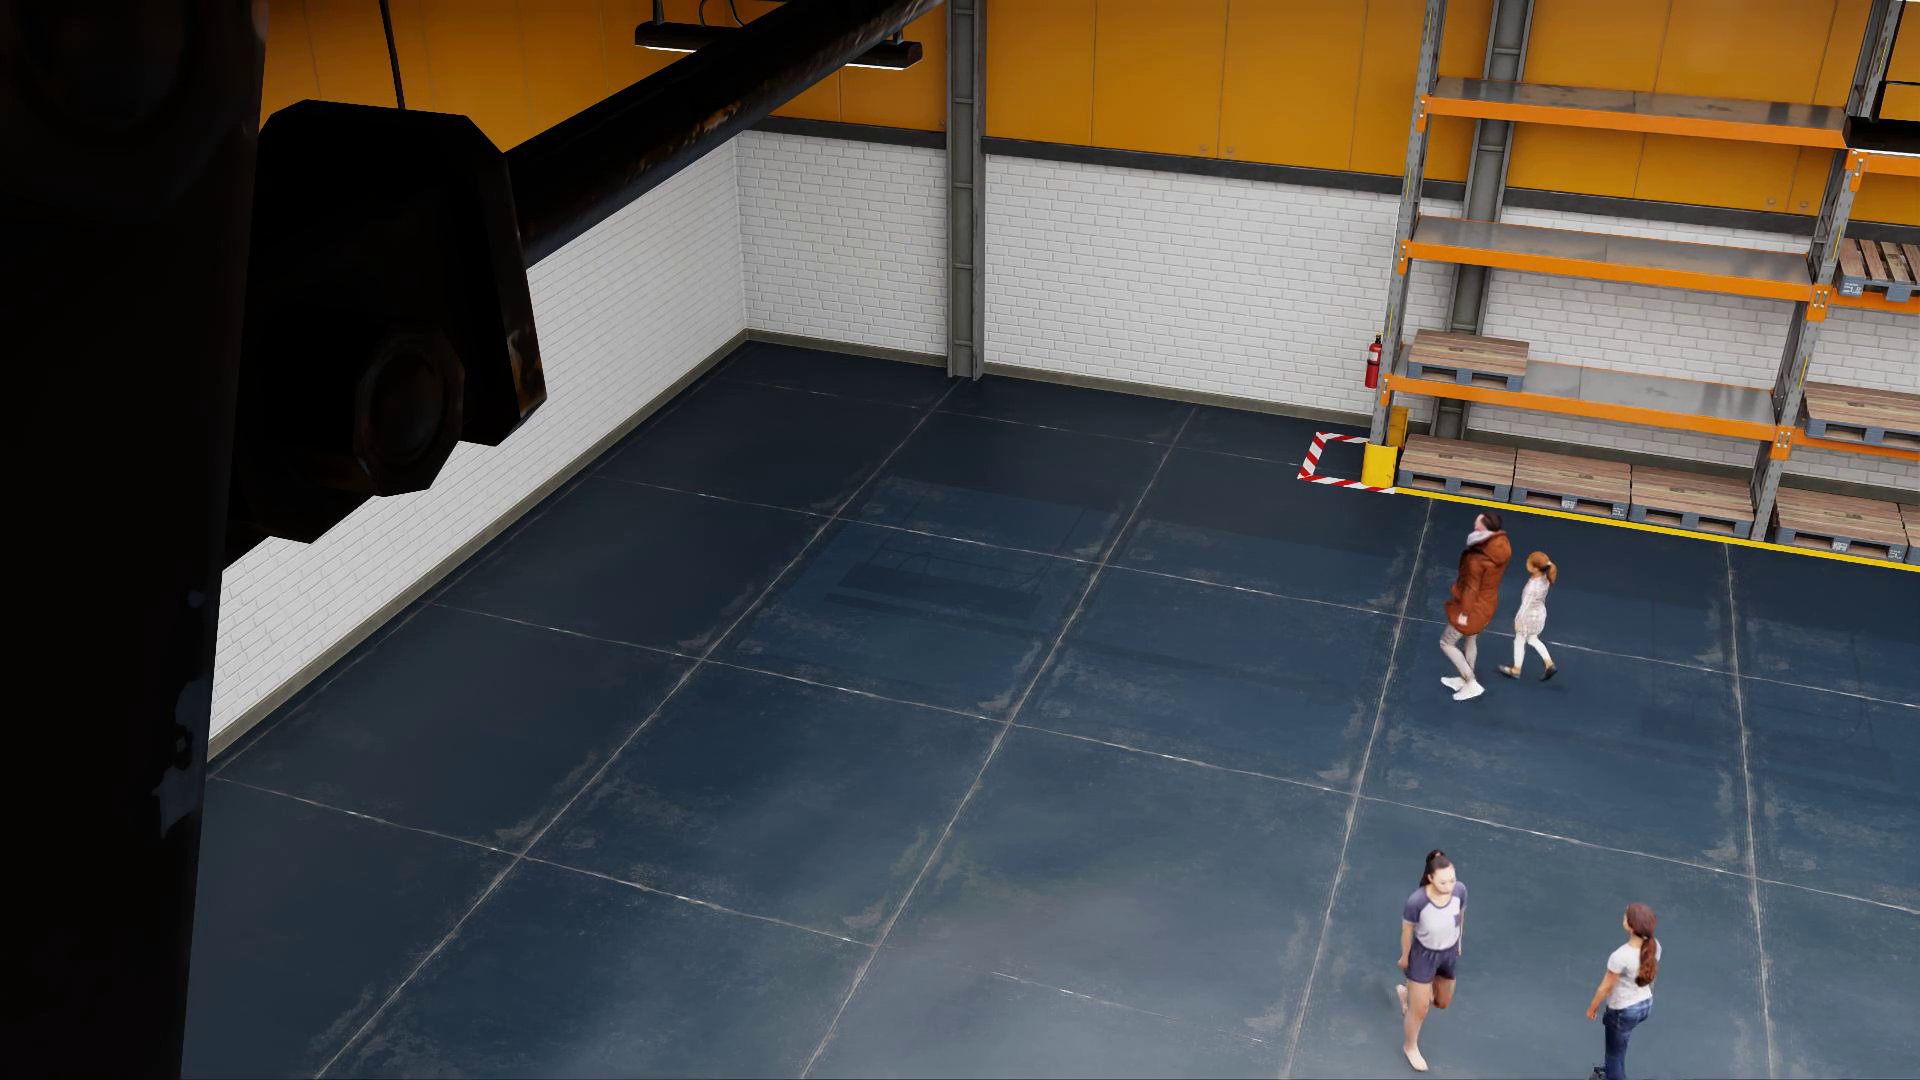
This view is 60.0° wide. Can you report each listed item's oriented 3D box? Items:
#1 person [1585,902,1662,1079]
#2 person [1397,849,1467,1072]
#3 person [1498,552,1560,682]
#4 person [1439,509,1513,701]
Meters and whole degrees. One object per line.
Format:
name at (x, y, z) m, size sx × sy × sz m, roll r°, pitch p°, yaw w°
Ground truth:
person at (4.216, 2.951, 10.395) m, size 0.674 × 1.554 × 0.733 m, roll -13°, pitch 31°, yaw -22°
person at (3.018, 2.673, 10.824) m, size 0.852 × 1.632 × 0.898 m, roll -10°, pitch 30°, yaw -17°
person at (5.143, 0.708, 14.775) m, size 0.855 × 1.297 × 0.734 m, roll 25°, pitch 37°, yaw 38°
person at (4.514, 0.608, 14.405) m, size 0.900 × 1.827 × 0.860 m, roll 25°, pitch 37°, yaw 38°
